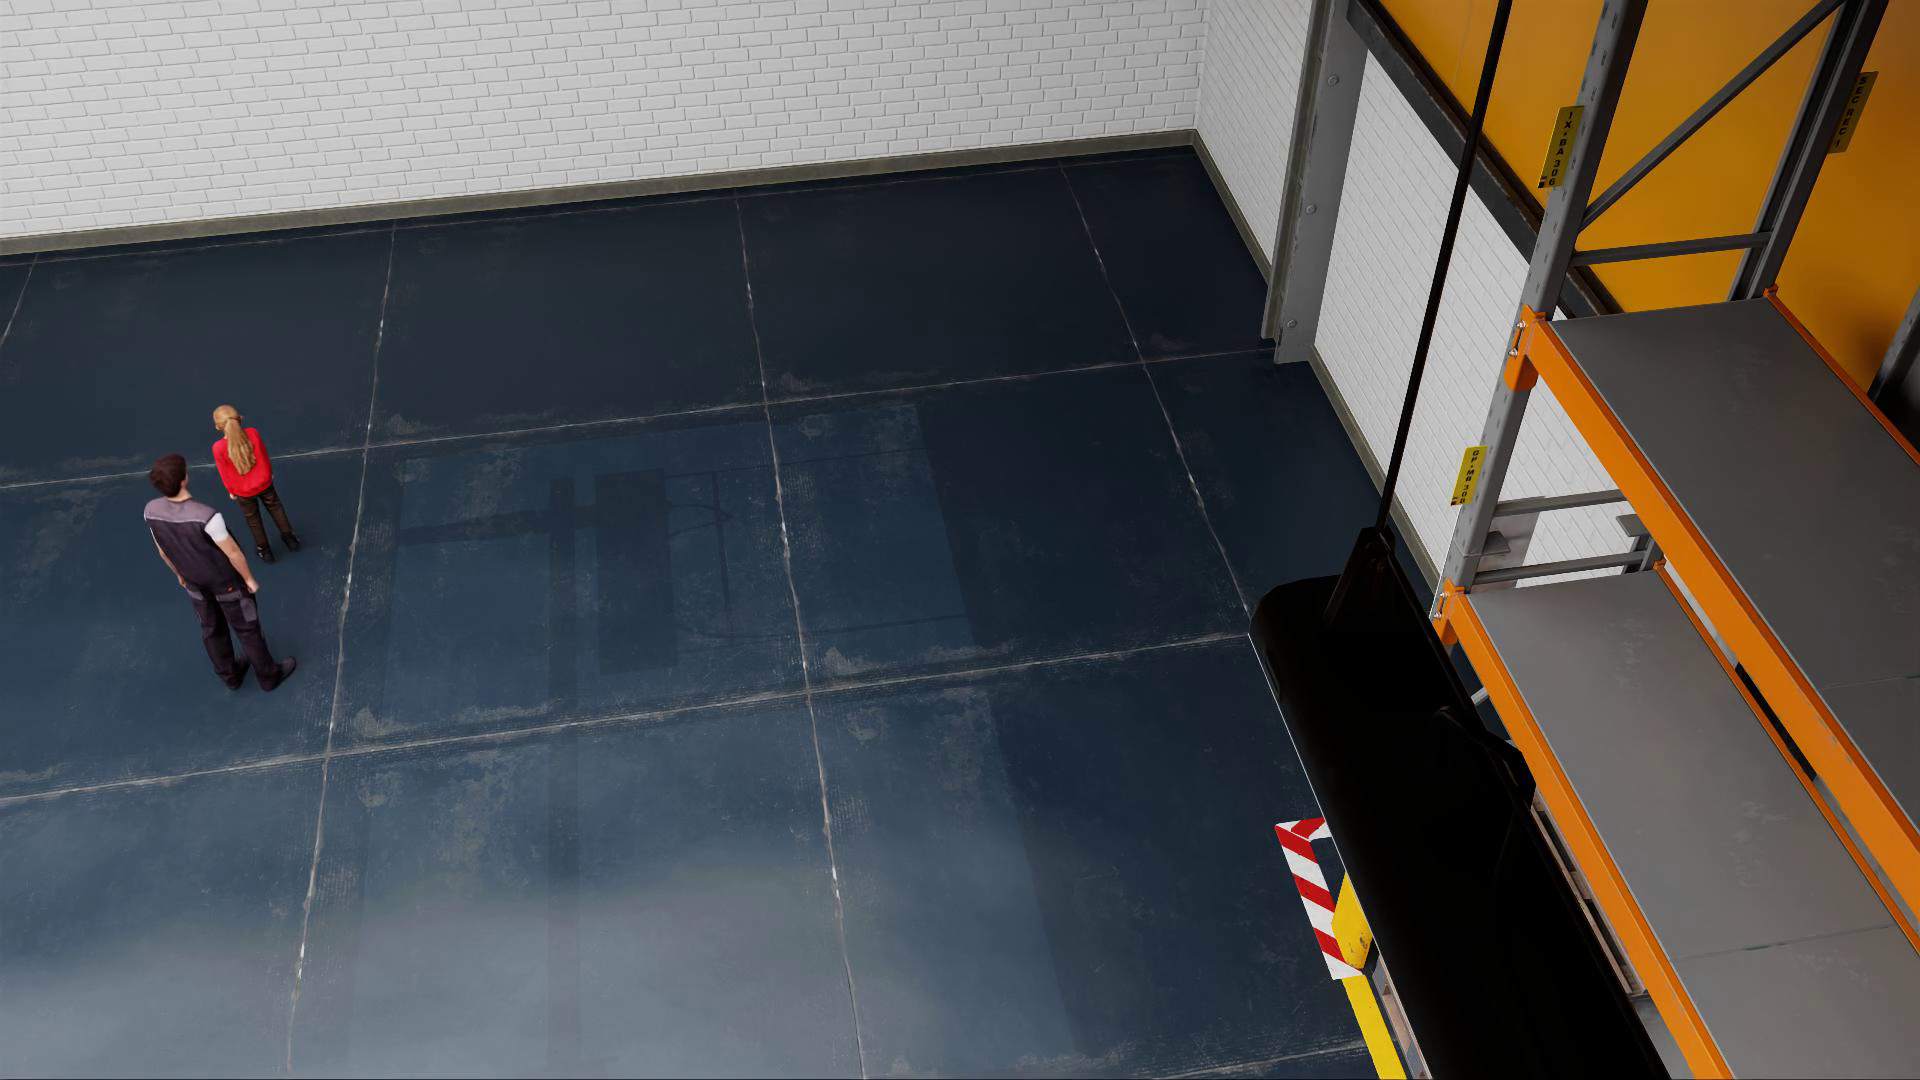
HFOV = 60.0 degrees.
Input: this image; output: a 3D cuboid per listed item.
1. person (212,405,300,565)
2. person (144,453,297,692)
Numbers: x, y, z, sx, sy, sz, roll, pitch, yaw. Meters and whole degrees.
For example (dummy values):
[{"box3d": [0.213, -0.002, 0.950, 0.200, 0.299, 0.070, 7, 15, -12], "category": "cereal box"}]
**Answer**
[{"box3d": [-4.778, -0.385, 11.210, 0.616, 1.282, 0.569, 34, 53, 31], "category": "person"}, {"box3d": [-4.573, 0.221, 10.164, 0.725, 1.848, 0.693, 5, 44, 6], "category": "person"}]
